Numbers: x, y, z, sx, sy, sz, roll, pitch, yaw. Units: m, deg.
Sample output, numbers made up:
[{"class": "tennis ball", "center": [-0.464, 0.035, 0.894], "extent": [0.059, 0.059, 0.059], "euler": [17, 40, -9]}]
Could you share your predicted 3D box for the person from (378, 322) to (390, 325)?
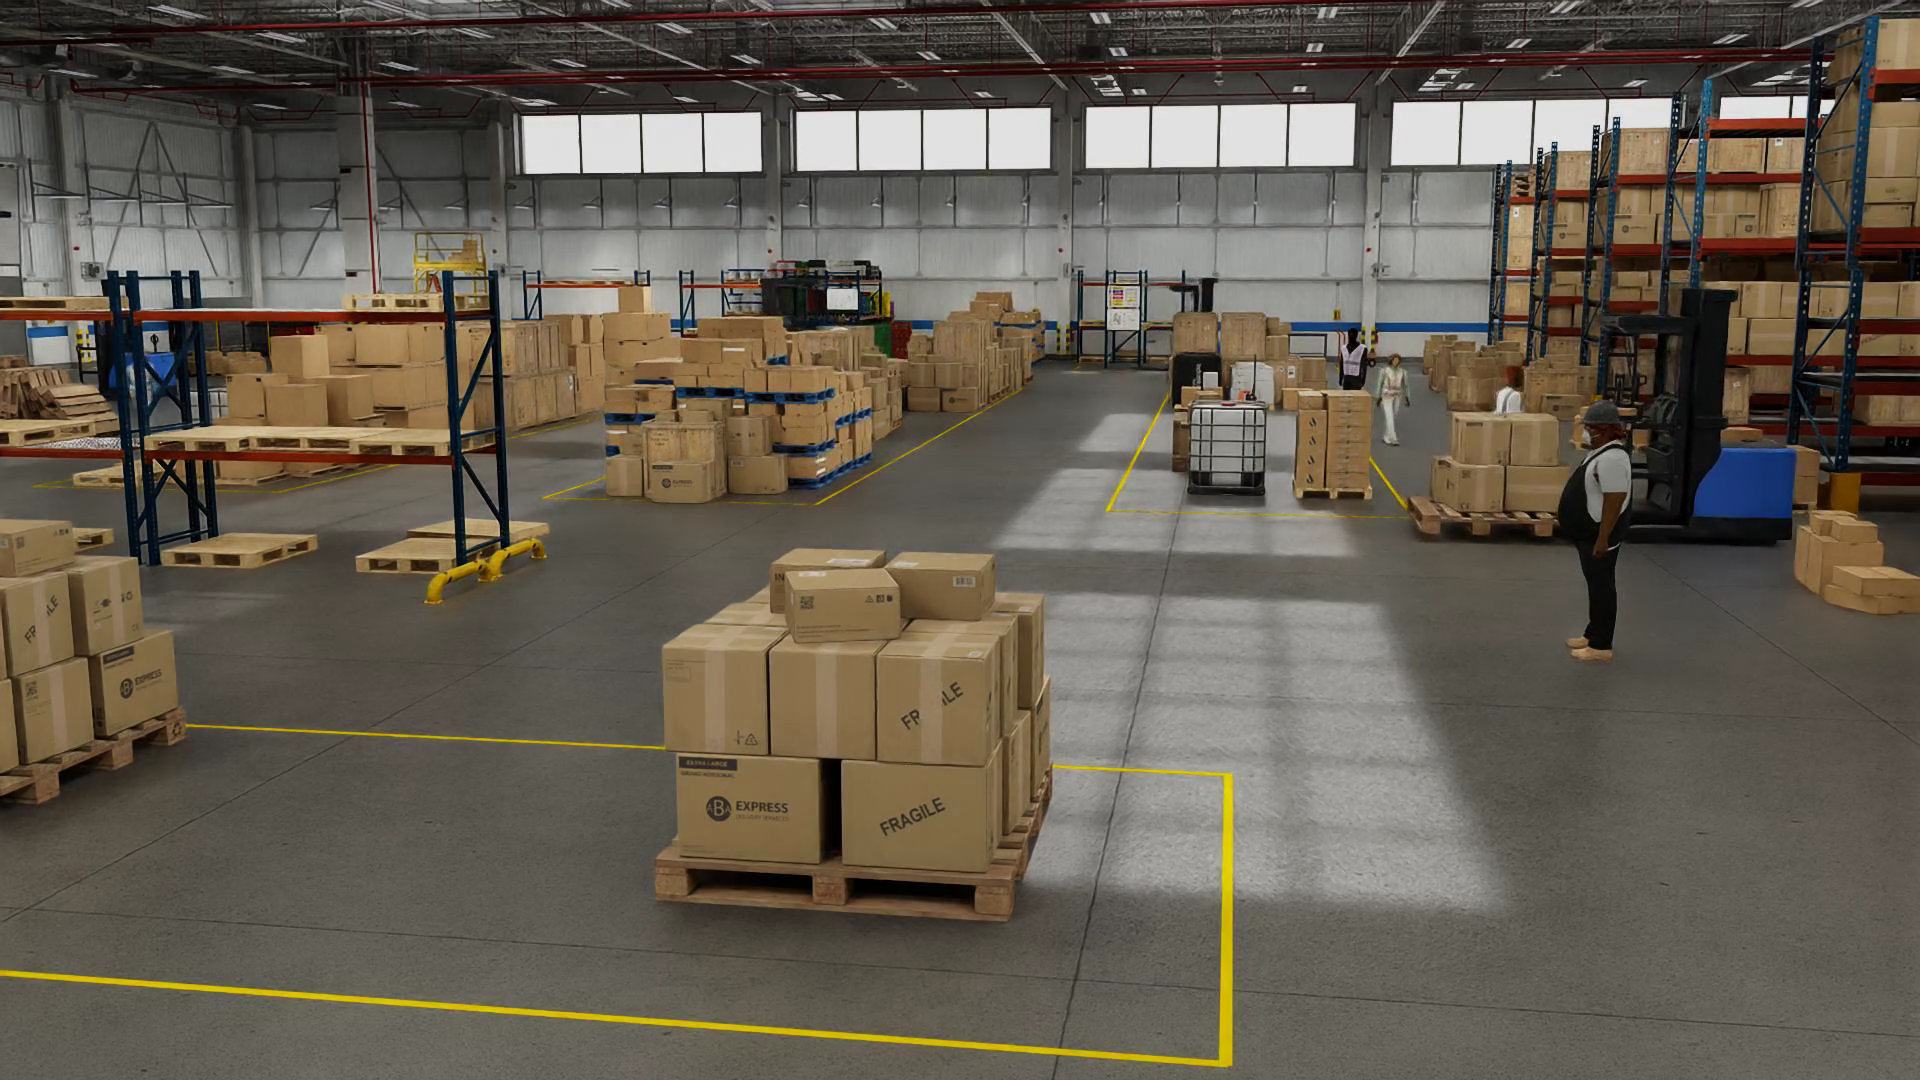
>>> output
[{"class": "person", "center": [-14.010, -4.453, 40.384], "extent": [0.555, 1.903, 0.869], "euler": [7, 12, 37]}]

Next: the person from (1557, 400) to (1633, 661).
[{"class": "person", "center": [4.953, -0.084, 13.017], "extent": [0.536, 2.000, 0.688], "euler": [3, 10, 17]}]

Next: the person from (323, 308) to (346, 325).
[{"class": "person", "center": [-18.250, -5.796, 48.589], "extent": [0.656, 1.925, 0.437], "euler": [-4, 10, -22]}]

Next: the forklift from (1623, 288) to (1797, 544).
[{"class": "forklift", "center": [8.322, -1.426, 18.706], "extent": [1.873, 2.768, 1.129], "euler": [1, 9, 9]}]

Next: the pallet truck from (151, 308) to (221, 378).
[{"class": "pallet truck", "center": [-21.869, -5.598, 47.154], "extent": [0.823, 1.965, 1.885], "euler": [4, 10, 26]}]

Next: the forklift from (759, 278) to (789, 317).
[{"class": "forklift", "center": [-4.736, -5.290, 42.537], "extent": [1.873, 2.768, 1.129], "euler": [4, 10, 24]}]

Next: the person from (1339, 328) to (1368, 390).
[{"class": "person", "center": [7.726, -3.204, 32.674], "extent": [0.385, 1.911, 0.592], "euler": [-9, 13, -44]}]

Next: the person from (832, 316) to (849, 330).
[{"class": "person", "center": [-2.858, -4.419, 40.064], "extent": [0.627, 1.941, 0.373], "euler": [4, 10, 22]}]

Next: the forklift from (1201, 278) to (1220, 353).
[{"class": "forklift", "center": [6.793, -5.791, 45.628], "extent": [1.873, 2.768, 1.129], "euler": [1, 9, 9]}]

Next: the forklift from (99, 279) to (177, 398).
[{"class": "forklift", "center": [-19.604, -4.721, 39.029], "extent": [1.873, 2.768, 1.129], "euler": [1, 9, 9]}]

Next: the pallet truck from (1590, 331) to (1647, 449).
[{"class": "pallet truck", "center": [11.253, -2.573, 28.499], "extent": [0.823, 1.965, 1.885], "euler": [5, 10, 27]}]

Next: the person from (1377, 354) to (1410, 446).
[{"class": "person", "center": [7.526, -2.434, 28.882], "extent": [0.536, 1.587, 0.883], "euler": [-1, 9, -9]}]

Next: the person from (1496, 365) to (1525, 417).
[{"class": "person", "center": [6.769, -1.253, 20.768], "extent": [0.592, 1.863, 0.584], "euler": [1, 9, 3]}]

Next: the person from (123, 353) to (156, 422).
[{"class": "person", "center": [-14.751, -2.610, 29.933], "extent": [0.526, 1.605, 0.805], "euler": [-2, 9, -11]}]
